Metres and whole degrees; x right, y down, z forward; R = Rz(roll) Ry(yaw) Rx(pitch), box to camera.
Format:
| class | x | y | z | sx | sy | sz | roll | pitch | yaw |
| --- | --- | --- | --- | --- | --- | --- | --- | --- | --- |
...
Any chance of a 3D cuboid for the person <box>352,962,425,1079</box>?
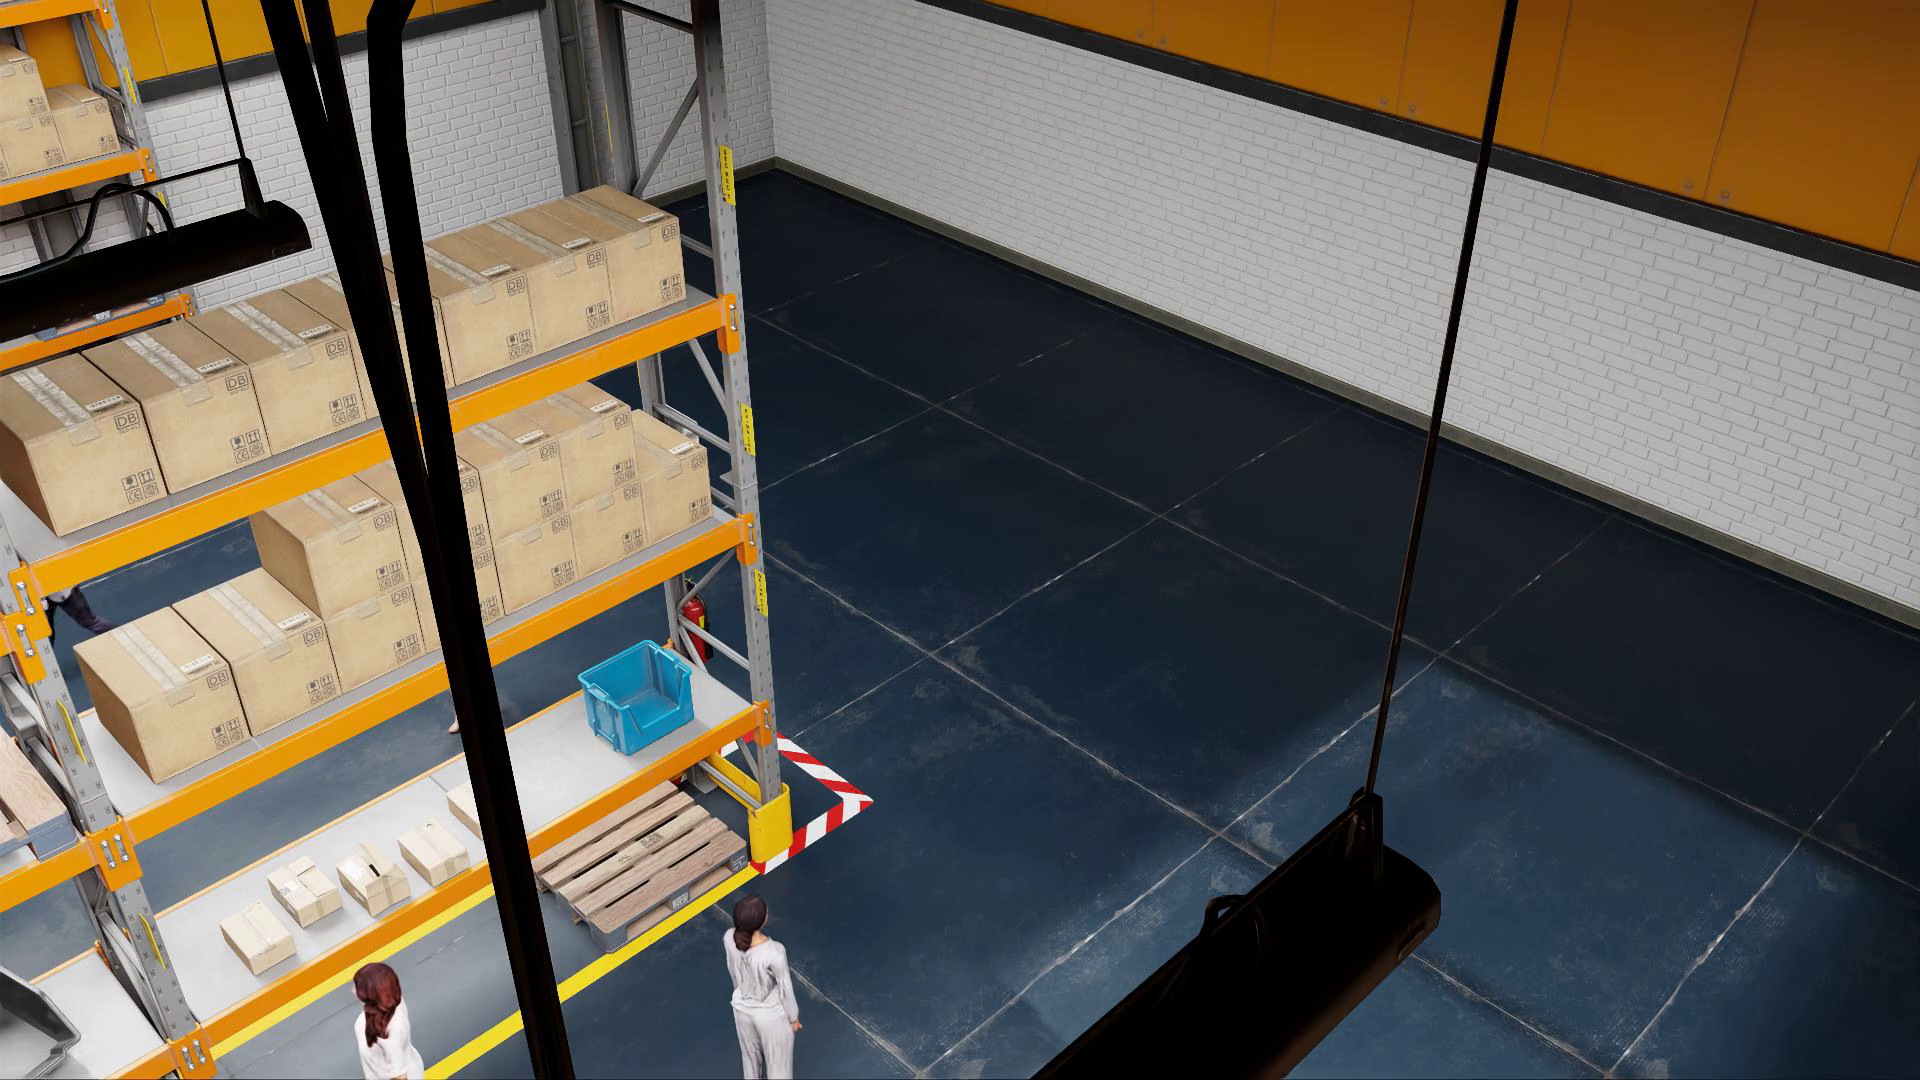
| class | x | y | z | sx | sy | sz | roll | pitch | yaw |
| --- | --- | --- | --- | --- | --- | --- | --- | --- | --- |
| person | -3.058 | 2.957 | 9.136 | 0.627 | 1.795 | 0.666 | -15 | 36 | -21 |

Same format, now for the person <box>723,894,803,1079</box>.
| class | x | y | z | sx | sy | sz | roll | pitch | yaw |
| --- | --- | --- | --- | --- | --- | --- | --- | --- | --- |
| person | -1.133 | 2.701 | 9.541 | 0.637 | 1.774 | 0.617 | 18 | 38 | 25 |
